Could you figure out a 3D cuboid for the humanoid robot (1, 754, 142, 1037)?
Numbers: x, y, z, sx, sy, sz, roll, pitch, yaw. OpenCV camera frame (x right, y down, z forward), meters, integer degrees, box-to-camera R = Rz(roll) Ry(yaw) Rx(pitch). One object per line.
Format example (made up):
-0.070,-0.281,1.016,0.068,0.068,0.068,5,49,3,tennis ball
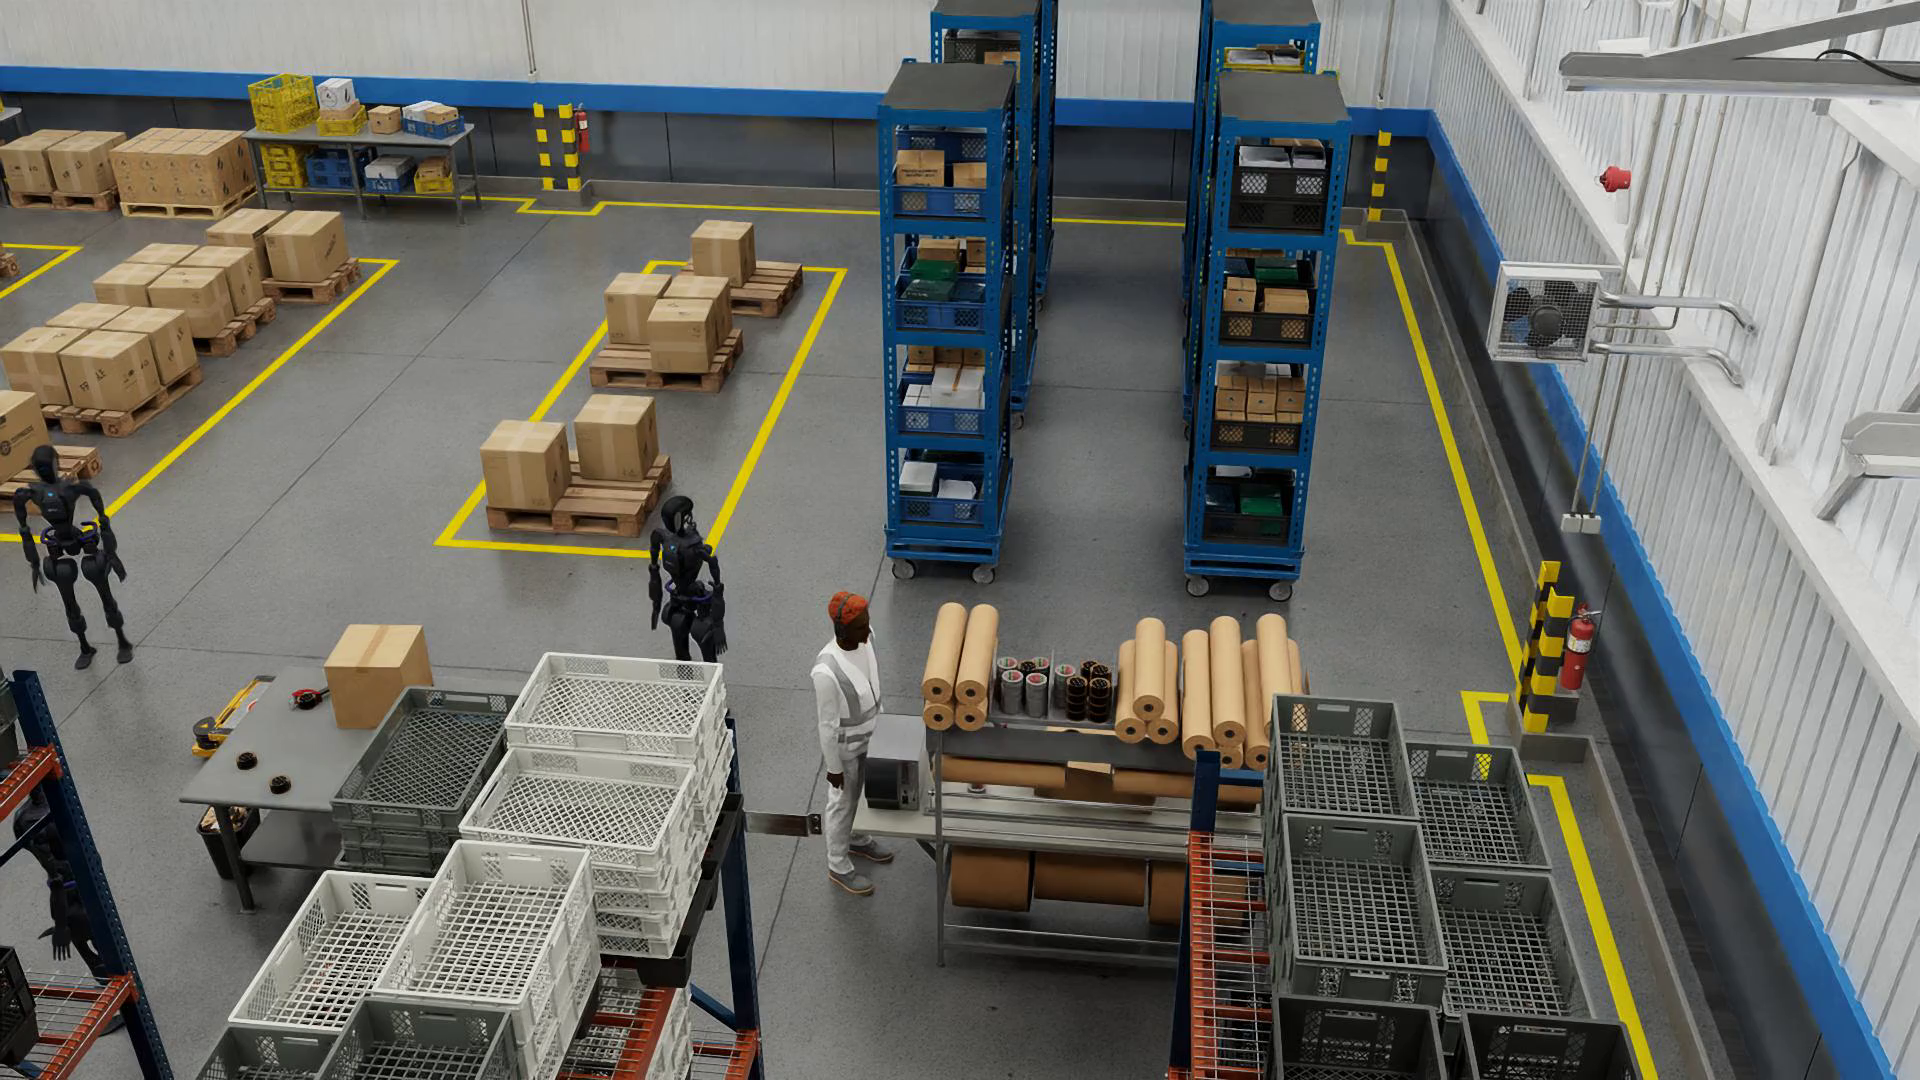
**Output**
-4.424,1.745,8.263,0.315,1.657,0.610,-12,32,-20,humanoid robot

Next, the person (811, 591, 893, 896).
-0.591,1.098,9.181,0.344,1.882,0.584,11,32,18,person

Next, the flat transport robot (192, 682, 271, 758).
-4.089,1.163,10.648,1.431,0.197,0.652,3,30,6,flat transport robot

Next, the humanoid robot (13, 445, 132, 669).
-5.901,0.116,11.076,0.575,1.657,0.323,-8,31,-13,humanoid robot

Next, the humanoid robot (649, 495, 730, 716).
-1.697,0.454,10.480,0.598,1.657,0.324,17,34,26,humanoid robot
